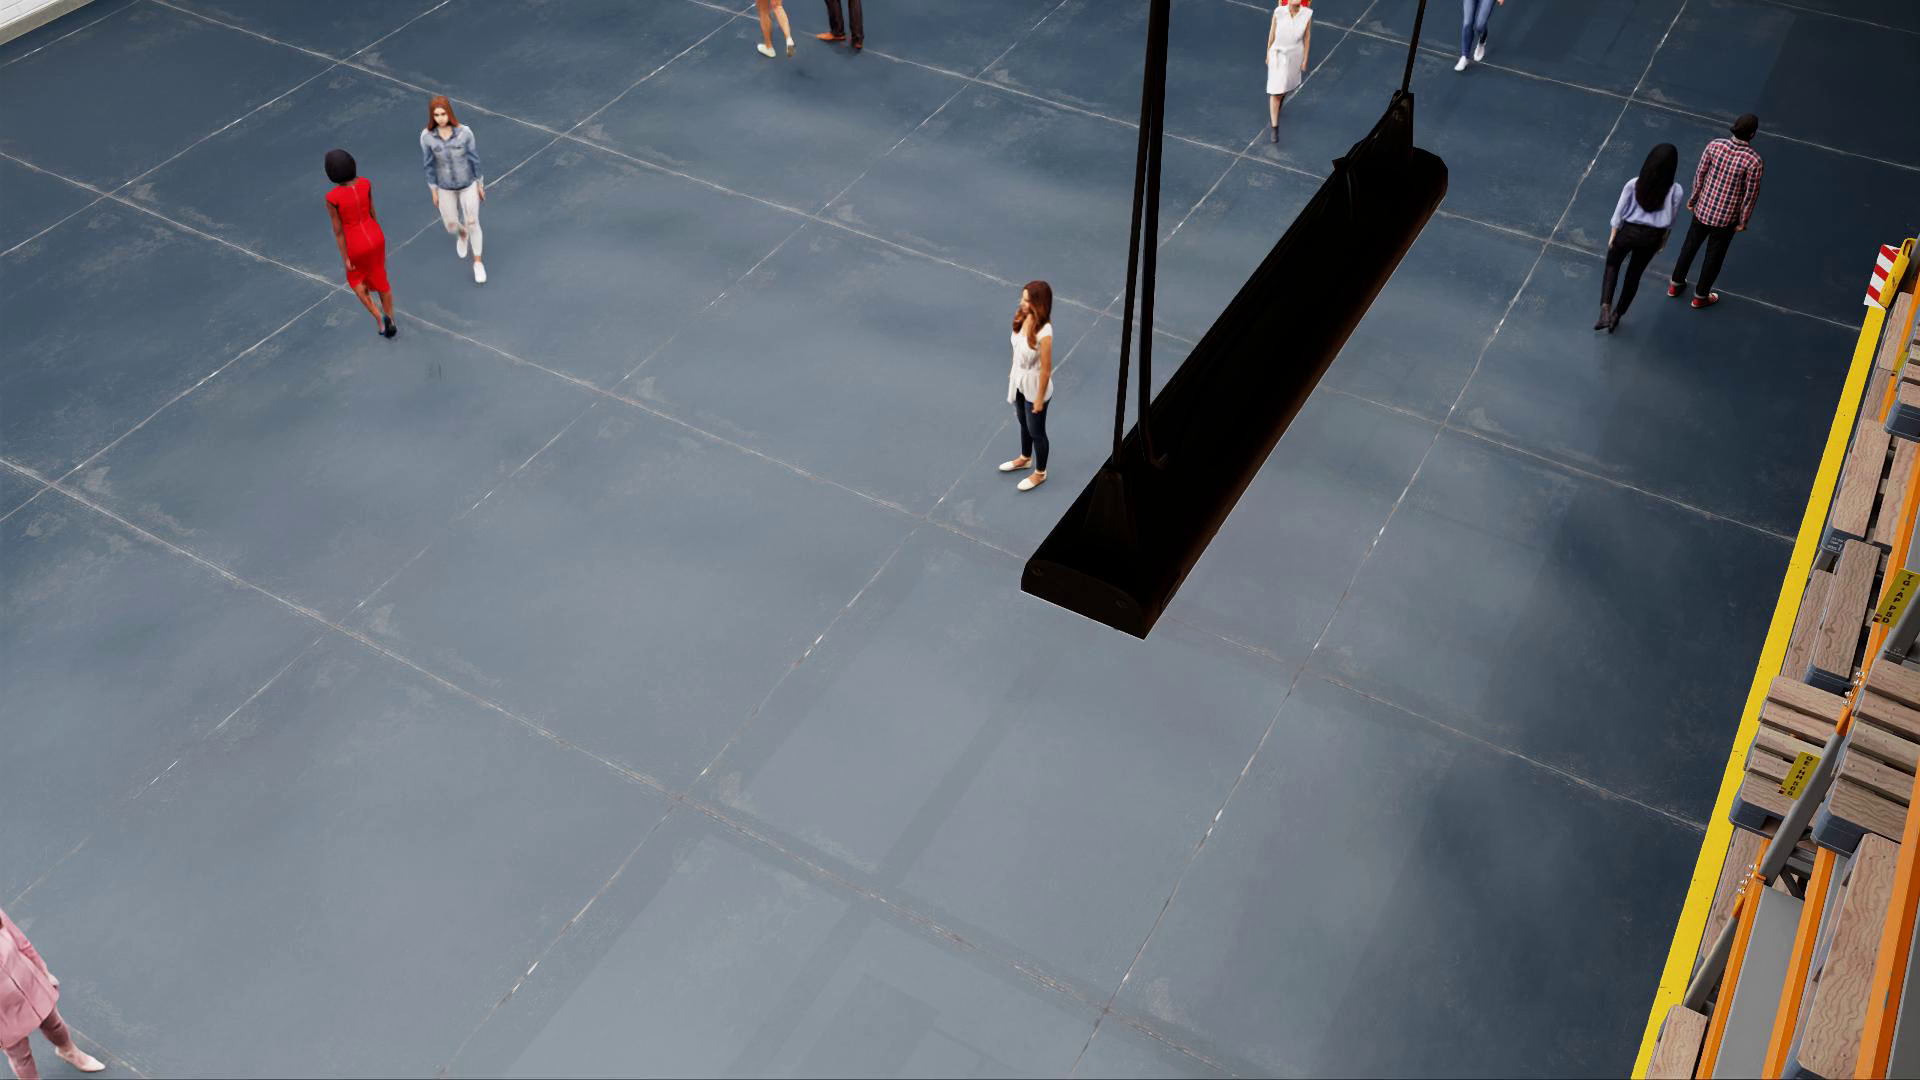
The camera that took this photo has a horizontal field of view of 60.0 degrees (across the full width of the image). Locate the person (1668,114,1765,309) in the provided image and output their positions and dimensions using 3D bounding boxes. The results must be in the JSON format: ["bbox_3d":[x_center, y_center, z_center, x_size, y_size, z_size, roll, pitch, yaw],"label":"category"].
[{"bbox_3d":[6.312,-2.751,13.836,0.709,1.760,0.762,-33,52,-29],"label":"person"}]

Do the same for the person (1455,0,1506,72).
[{"bbox_3d":[5.324,-5.610,16.873,0.654,1.711,0.702,25,49,24],"label":"person"}]

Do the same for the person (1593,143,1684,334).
[{"bbox_3d":[5.473,-2.363,13.446,0.731,1.736,0.822,13,45,13],"label":"person"}]

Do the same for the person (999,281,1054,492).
[{"bbox_3d":[0.531,-1.135,12.122,0.700,1.784,0.679,-19,47,-19],"label":"person"}]

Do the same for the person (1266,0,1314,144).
[{"bbox_3d":[3.144,-4.666,16.016,0.822,1.526,1.064,3,44,3],"label":"person"}]

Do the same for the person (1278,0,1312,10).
[{"bbox_3d":[3.444,-5.520,17.075,0.525,1.303,0.726,17,46,17],"label":"person"}]

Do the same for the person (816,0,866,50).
[{"bbox_3d":[-1.177,-5.903,17.129,0.855,1.782,0.968,-25,49,-24],"label":"person"}]

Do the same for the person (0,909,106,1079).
[{"bbox_3d":[-4.851,2.330,8.478,0.689,1.795,0.518,17,46,17],"label":"person"}]

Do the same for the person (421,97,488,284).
[{"bbox_3d":[-4.295,-3.043,14.190,0.877,1.695,0.942,-9,44,-9],"label":"person"}]

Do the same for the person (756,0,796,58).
[{"bbox_3d":[-1.903,-5.703,16.925,0.892,1.774,0.841,-26,50,-25],"label":"person"}]

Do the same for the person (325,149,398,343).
[{"bbox_3d":[-4.752,-2.318,13.402,0.694,1.732,0.605,32,52,29],"label":"person"}]
